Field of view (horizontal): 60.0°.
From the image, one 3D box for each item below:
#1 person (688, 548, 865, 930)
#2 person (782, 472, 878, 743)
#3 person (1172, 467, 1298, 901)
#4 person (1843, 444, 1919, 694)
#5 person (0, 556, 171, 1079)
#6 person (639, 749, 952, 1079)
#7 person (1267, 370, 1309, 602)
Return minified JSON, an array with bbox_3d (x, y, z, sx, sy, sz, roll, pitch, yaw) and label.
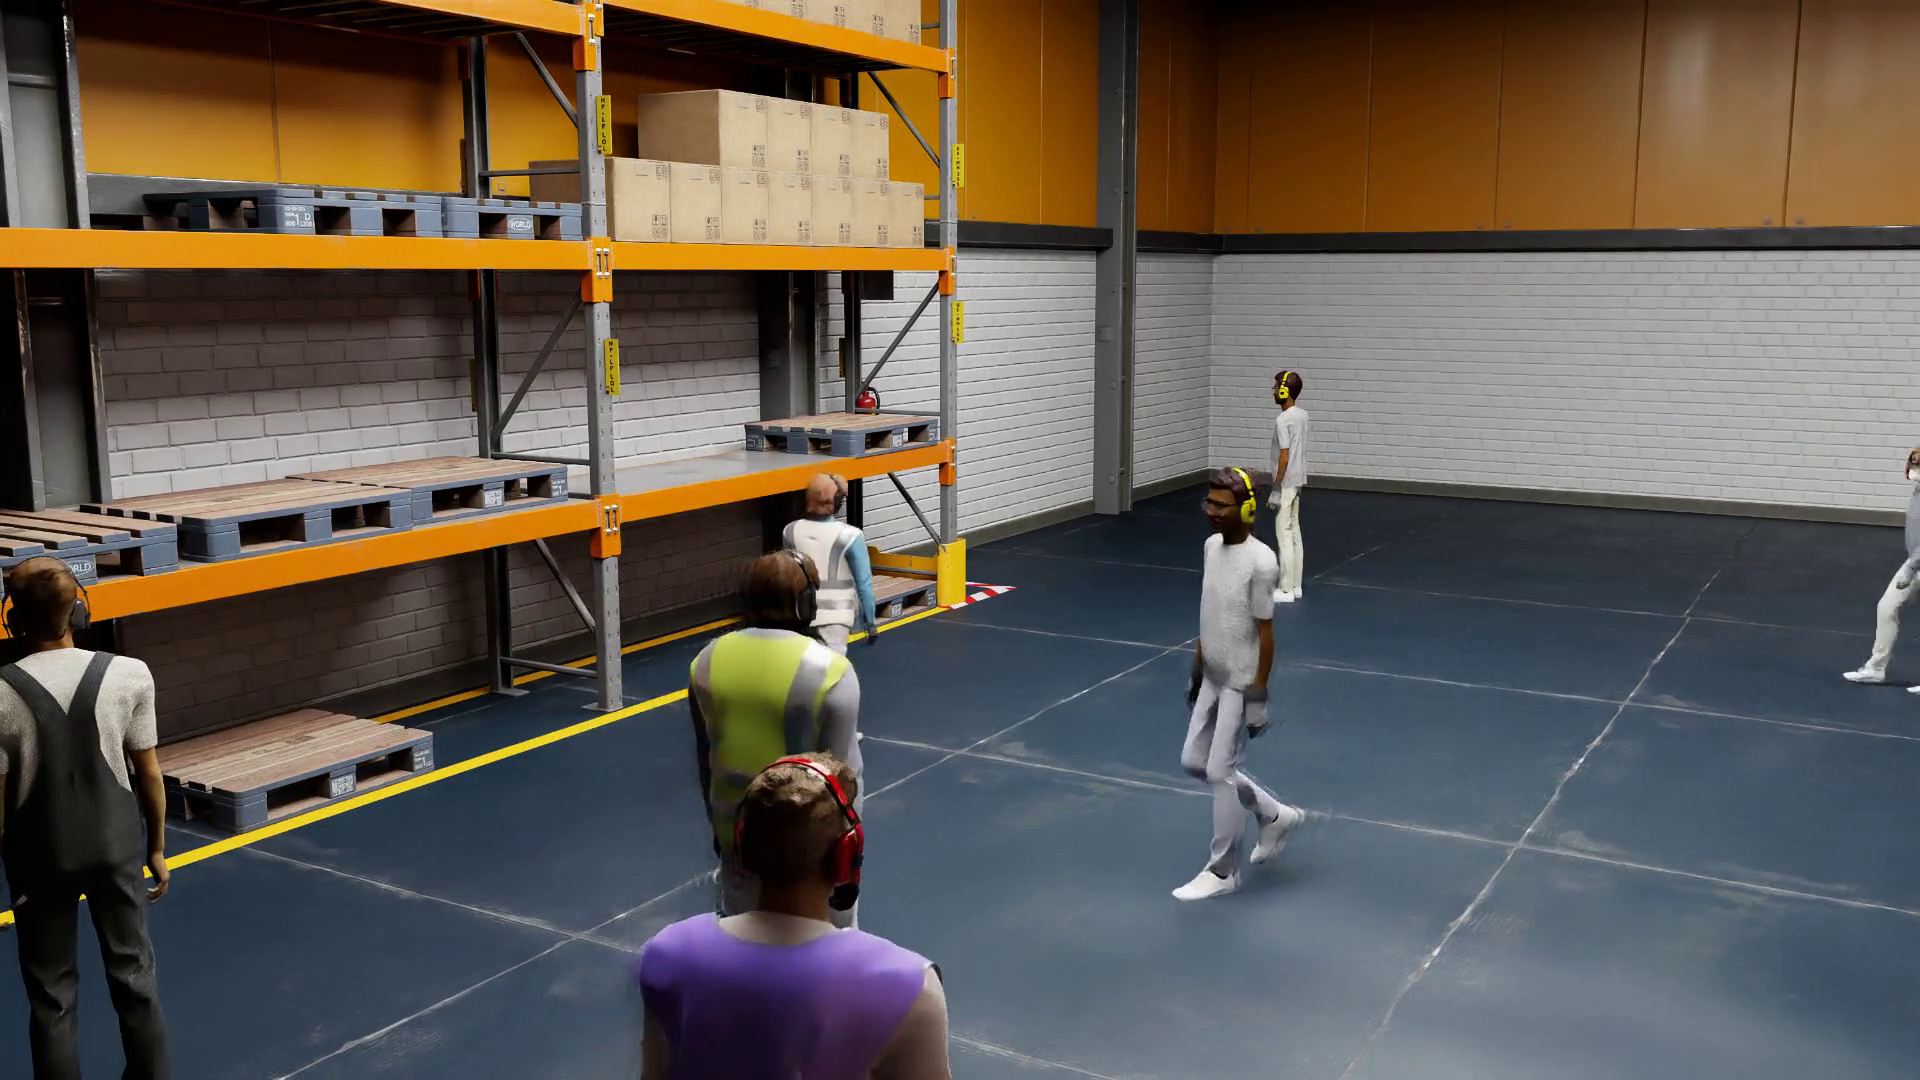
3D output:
[{"bbox_3d":[-0.532,0.923,5.219,0.649,1.811,0.796,5,10,29],"label":"person"},{"bbox_3d":[-0.723,0.435,8.902,0.539,1.593,0.871,5,10,28],"label":"person"},{"bbox_3d":[1.175,0.598,7.075,0.577,1.855,0.551,-3,10,-19],"label":"person"},{"bbox_3d":[5.941,0.187,10.394,0.690,1.606,0.511,1,9,9],"label":"person"},{"bbox_3d":[-2.594,0.958,4.871,0.504,1.839,0.344,-7,11,-36],"label":"person"},{"bbox_3d":[-0.245,1.269,3.038,0.581,1.798,0.931,4,10,26],"label":"person"},{"bbox_3d":[2.625,-0.430,13.438,0.325,1.871,0.521,5,11,30],"label":"person"}]
